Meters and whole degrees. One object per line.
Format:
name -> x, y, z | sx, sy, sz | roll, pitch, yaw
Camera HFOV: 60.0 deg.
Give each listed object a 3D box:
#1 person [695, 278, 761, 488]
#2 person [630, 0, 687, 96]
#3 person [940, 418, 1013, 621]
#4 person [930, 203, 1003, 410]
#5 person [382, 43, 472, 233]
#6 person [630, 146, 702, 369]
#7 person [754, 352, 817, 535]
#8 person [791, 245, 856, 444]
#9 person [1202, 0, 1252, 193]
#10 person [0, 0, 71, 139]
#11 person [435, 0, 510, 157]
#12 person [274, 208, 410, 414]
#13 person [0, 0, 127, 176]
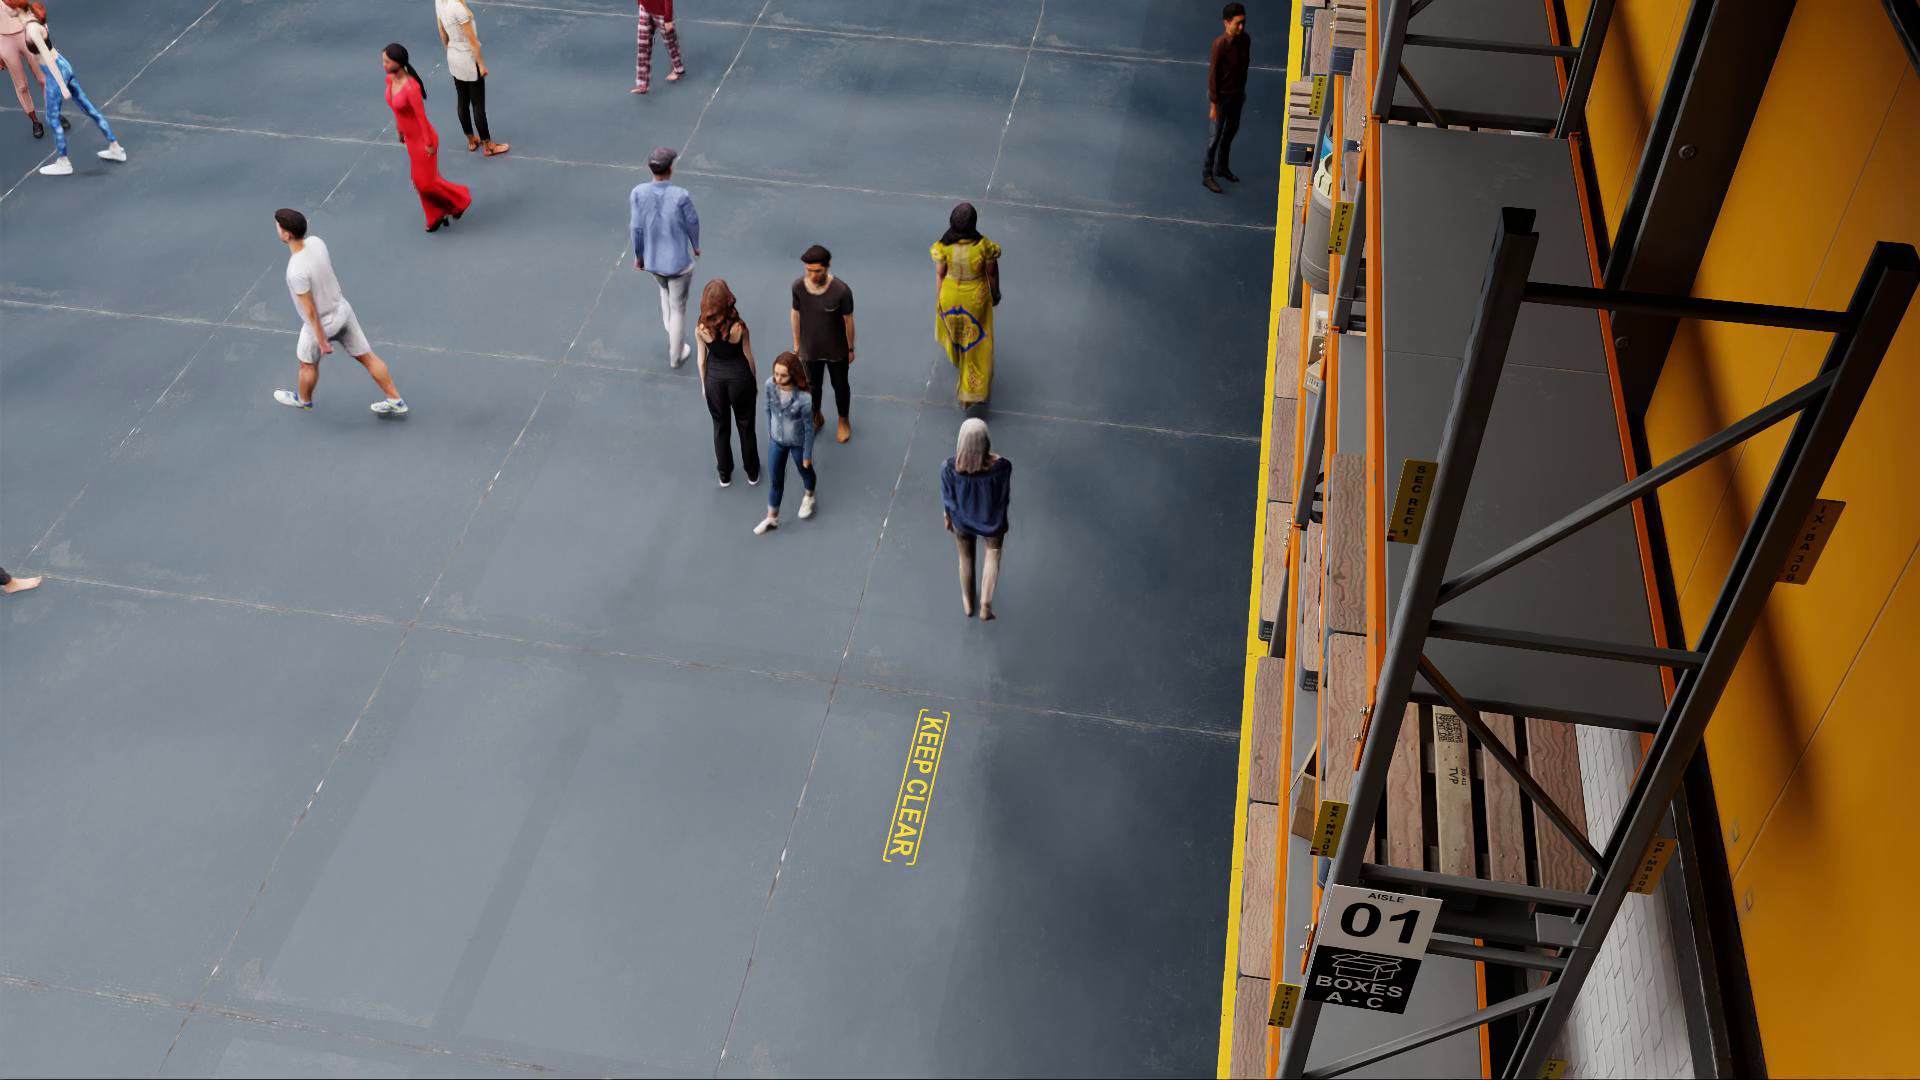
person -> -1.662, -1.112, 11.967 | 0.592, 1.745, 0.560 | 0, 44, 0
person -> -2.945, -5.248, 16.365 | 0.848, 1.666, 1.097 | 20, 47, 19
person -> 0.116, -0.060, 10.915 | 0.674, 1.685, 0.767 | 1, 44, 1
person -> 0.040, -1.774, 12.766 | 0.750, 1.612, 1.218 | 5, 44, 6
person -> -4.619, -3.501, 14.462 | 0.807, 1.774, 0.871 | 32, 52, 29
person -> -2.301, -2.147, 12.965 | 0.673, 1.867, 0.826 | 7, 44, 8
person -> -1.157, -0.753, 11.797 | 0.721, 1.461, 0.915 | 19, 47, 19
person -> -1.008, -1.478, 12.375 | 0.621, 1.713, 0.530 | 8, 44, 9
person -> 2.362, -4.014, 14.989 | 0.721, 1.779, 0.812 | -32, 52, -29
person -> -8.885, -4.651, 15.700 | 0.682, 1.720, 0.741 | -26, 49, -25
person -> -4.592, -4.424, 15.385 | 0.688, 1.826, 0.684 | 28, 50, 26
person -> -4.654, -1.645, 12.492 | 0.727, 1.793, 1.182 | 6, 44, 6
person -> -8.164, -4.186, 15.194 | 0.948, 1.755, 1.006 | -11, 45, -12
